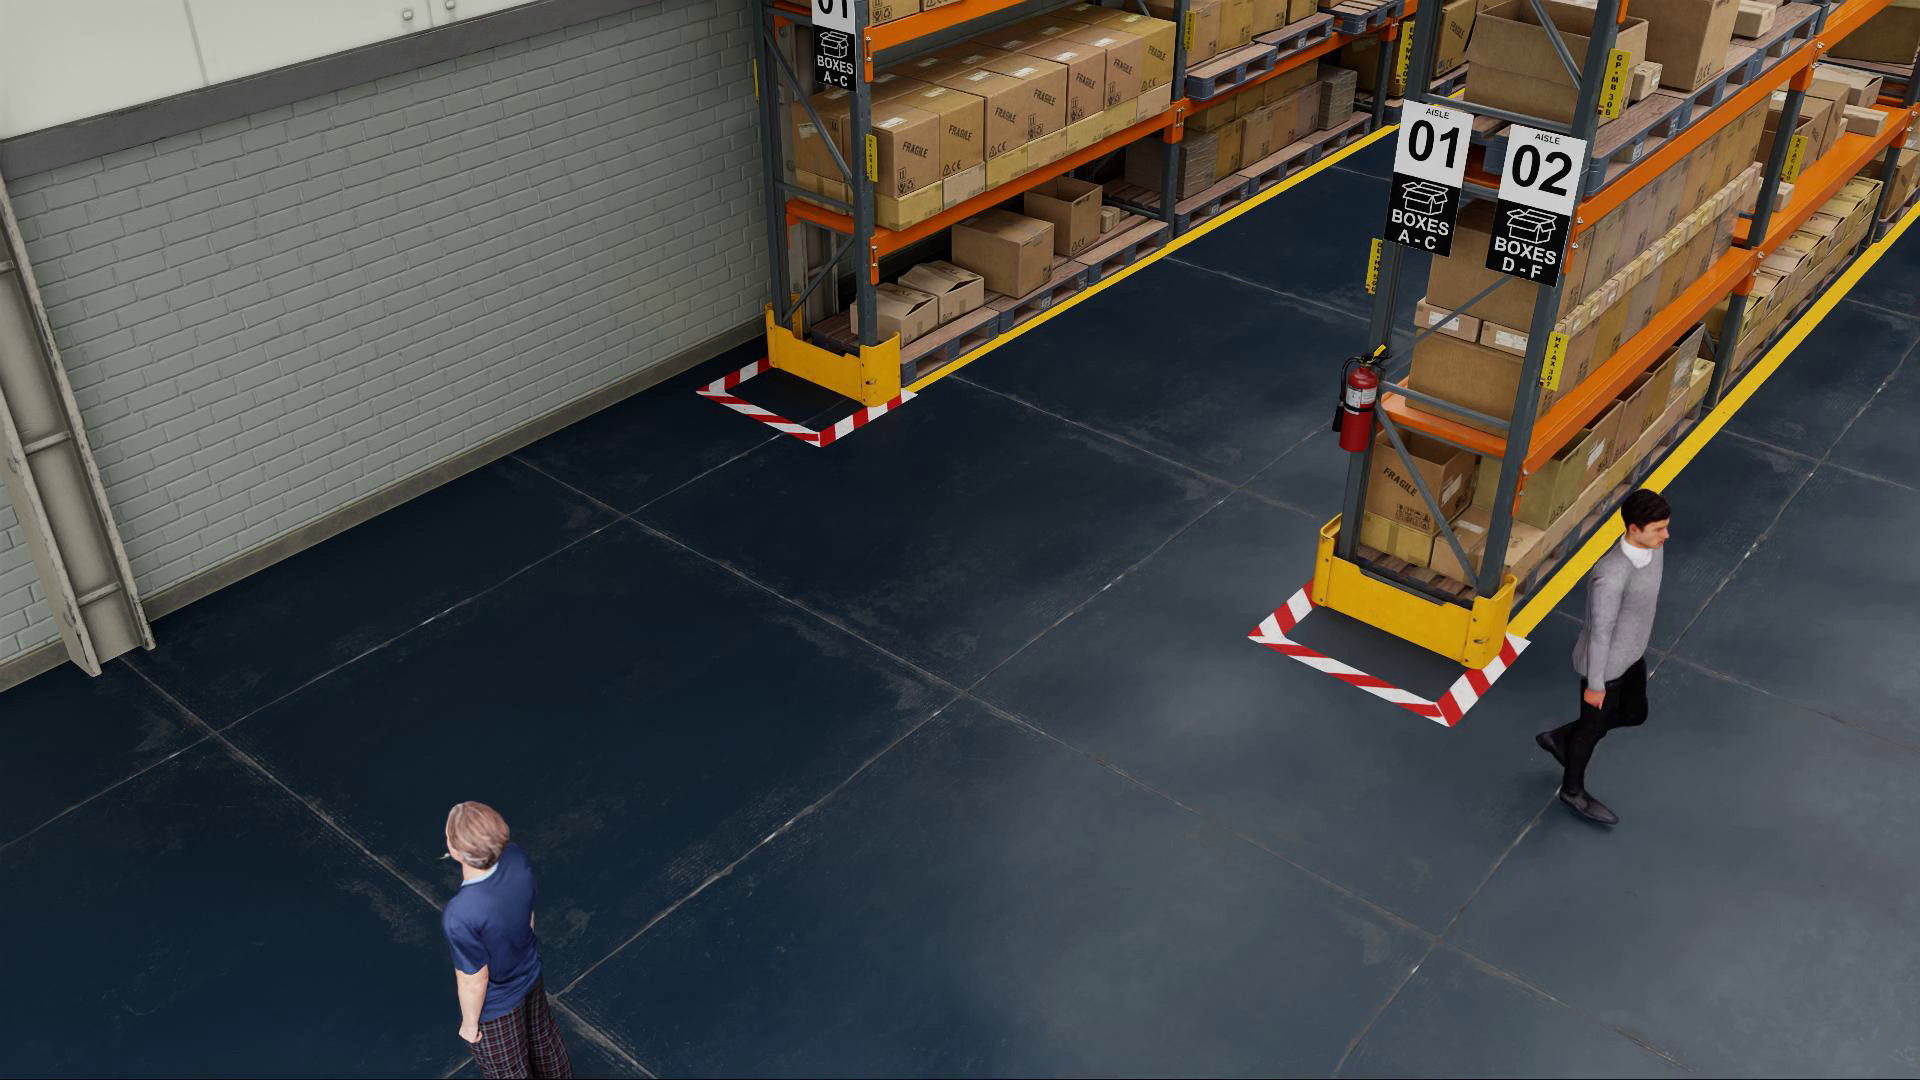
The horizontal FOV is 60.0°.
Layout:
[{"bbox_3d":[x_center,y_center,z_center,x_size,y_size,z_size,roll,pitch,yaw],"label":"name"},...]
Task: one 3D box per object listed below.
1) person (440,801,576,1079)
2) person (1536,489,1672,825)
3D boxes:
[{"bbox_3d":[-1.811,1.769,6.607,0.786,1.871,0.606,11,35,17],"label":"person"},{"bbox_3d":[3.231,0.546,8.450,0.825,1.913,0.713,26,41,34],"label":"person"}]
